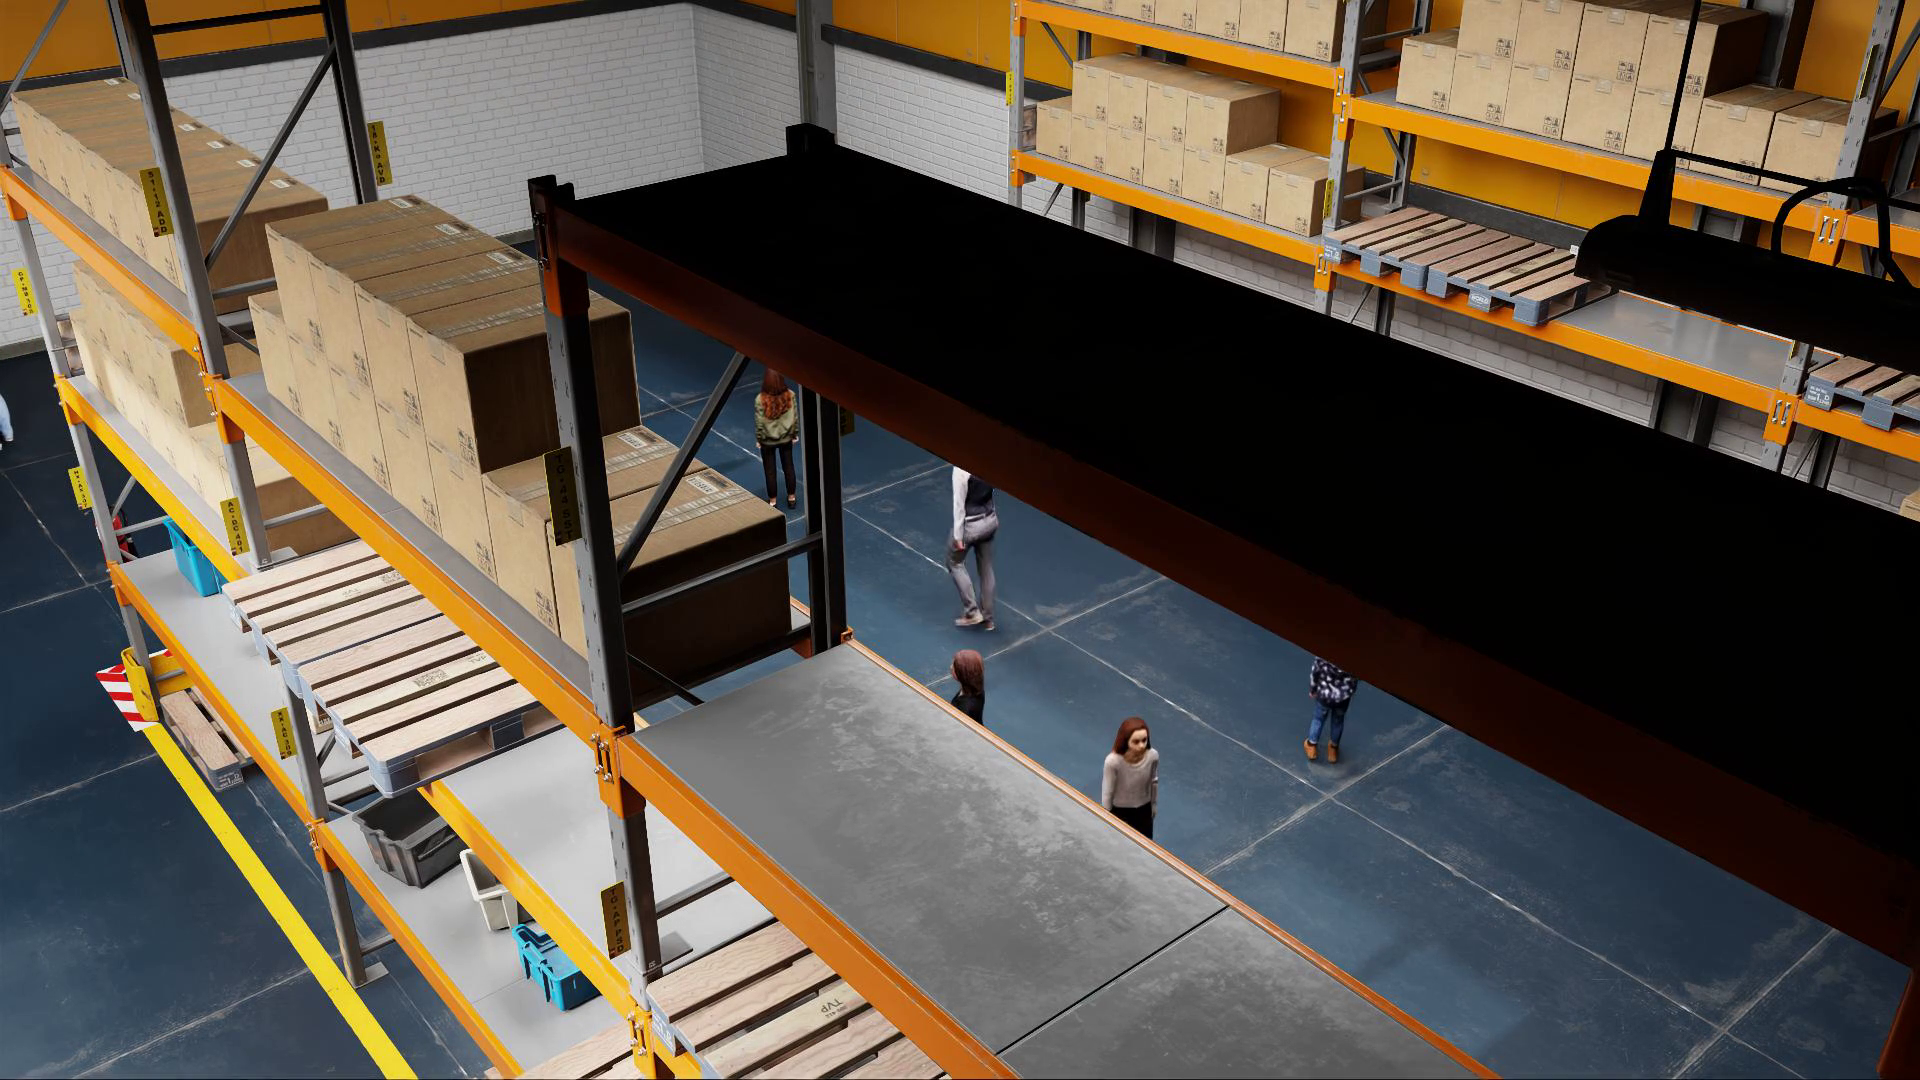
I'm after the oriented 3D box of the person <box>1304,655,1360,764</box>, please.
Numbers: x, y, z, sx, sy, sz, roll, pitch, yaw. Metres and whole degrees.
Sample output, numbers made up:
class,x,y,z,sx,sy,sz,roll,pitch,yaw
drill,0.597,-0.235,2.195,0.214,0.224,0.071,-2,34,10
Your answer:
class,x,y,z,sx,sy,sz,roll,pitch,yaw
person,2.738,1.086,12.137,0.607,1.249,0.670,4,29,7

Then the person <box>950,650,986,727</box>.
class,x,y,z,sx,sy,sz,roll,pitch,yaw
person,0.076,1.459,10.978,0.701,1.704,0.656,4,29,8

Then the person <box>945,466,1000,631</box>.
class,x,y,z,sx,sy,sz,roll,pitch,yaw
person,0.189,-0.090,13.588,0.654,1.925,0.599,-20,35,-33

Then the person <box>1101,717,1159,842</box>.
class,x,y,z,sx,sy,sz,roll,pitch,yaw
person,1.064,1.724,10.752,0.817,1.454,1.007,-7,29,-13

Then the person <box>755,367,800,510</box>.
class,x,y,z,sx,sy,sz,roll,pitch,yaw
person,-1.725,-0.964,15.658,0.638,1.475,0.595,-12,31,-21
